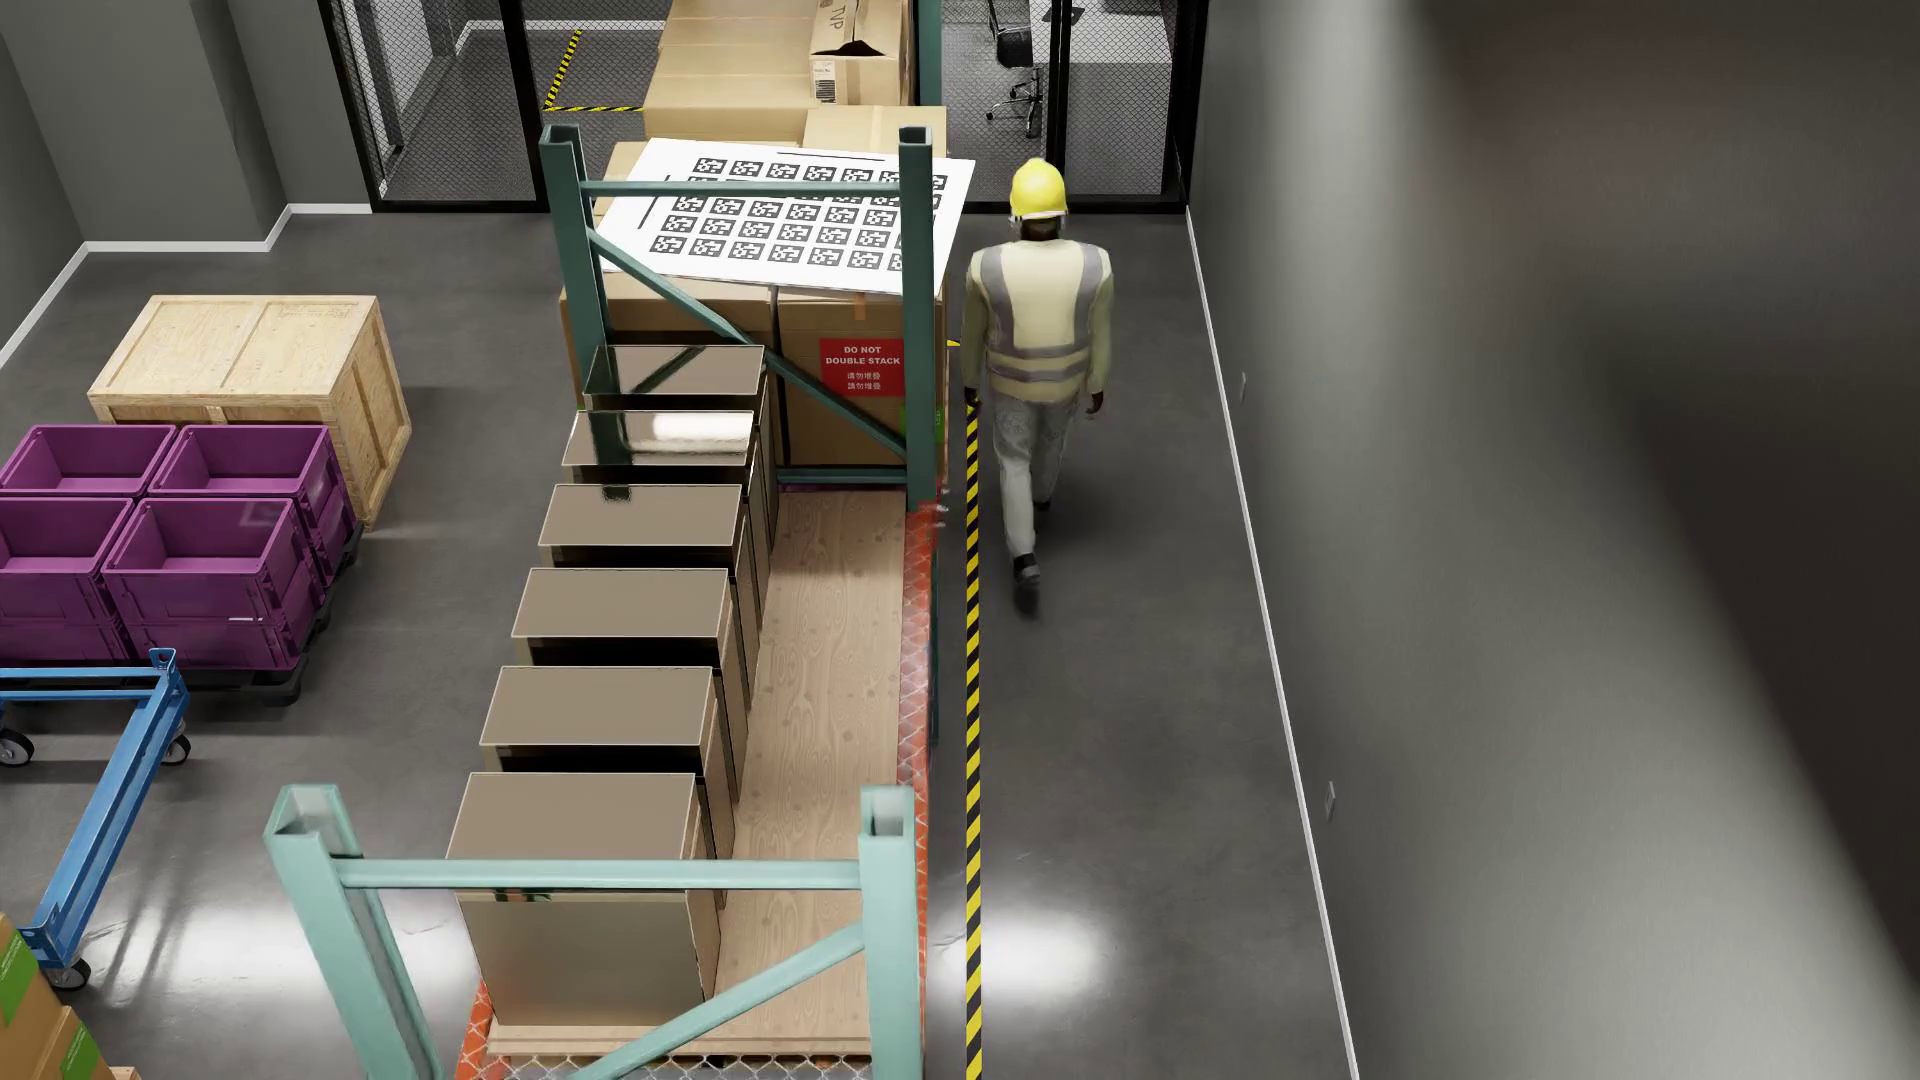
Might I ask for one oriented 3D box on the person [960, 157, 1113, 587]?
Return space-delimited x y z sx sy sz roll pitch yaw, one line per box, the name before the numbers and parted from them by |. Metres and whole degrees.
person | 0.309 -0.649 6.738 0.604 1.805 0.843 -3 41 -4
